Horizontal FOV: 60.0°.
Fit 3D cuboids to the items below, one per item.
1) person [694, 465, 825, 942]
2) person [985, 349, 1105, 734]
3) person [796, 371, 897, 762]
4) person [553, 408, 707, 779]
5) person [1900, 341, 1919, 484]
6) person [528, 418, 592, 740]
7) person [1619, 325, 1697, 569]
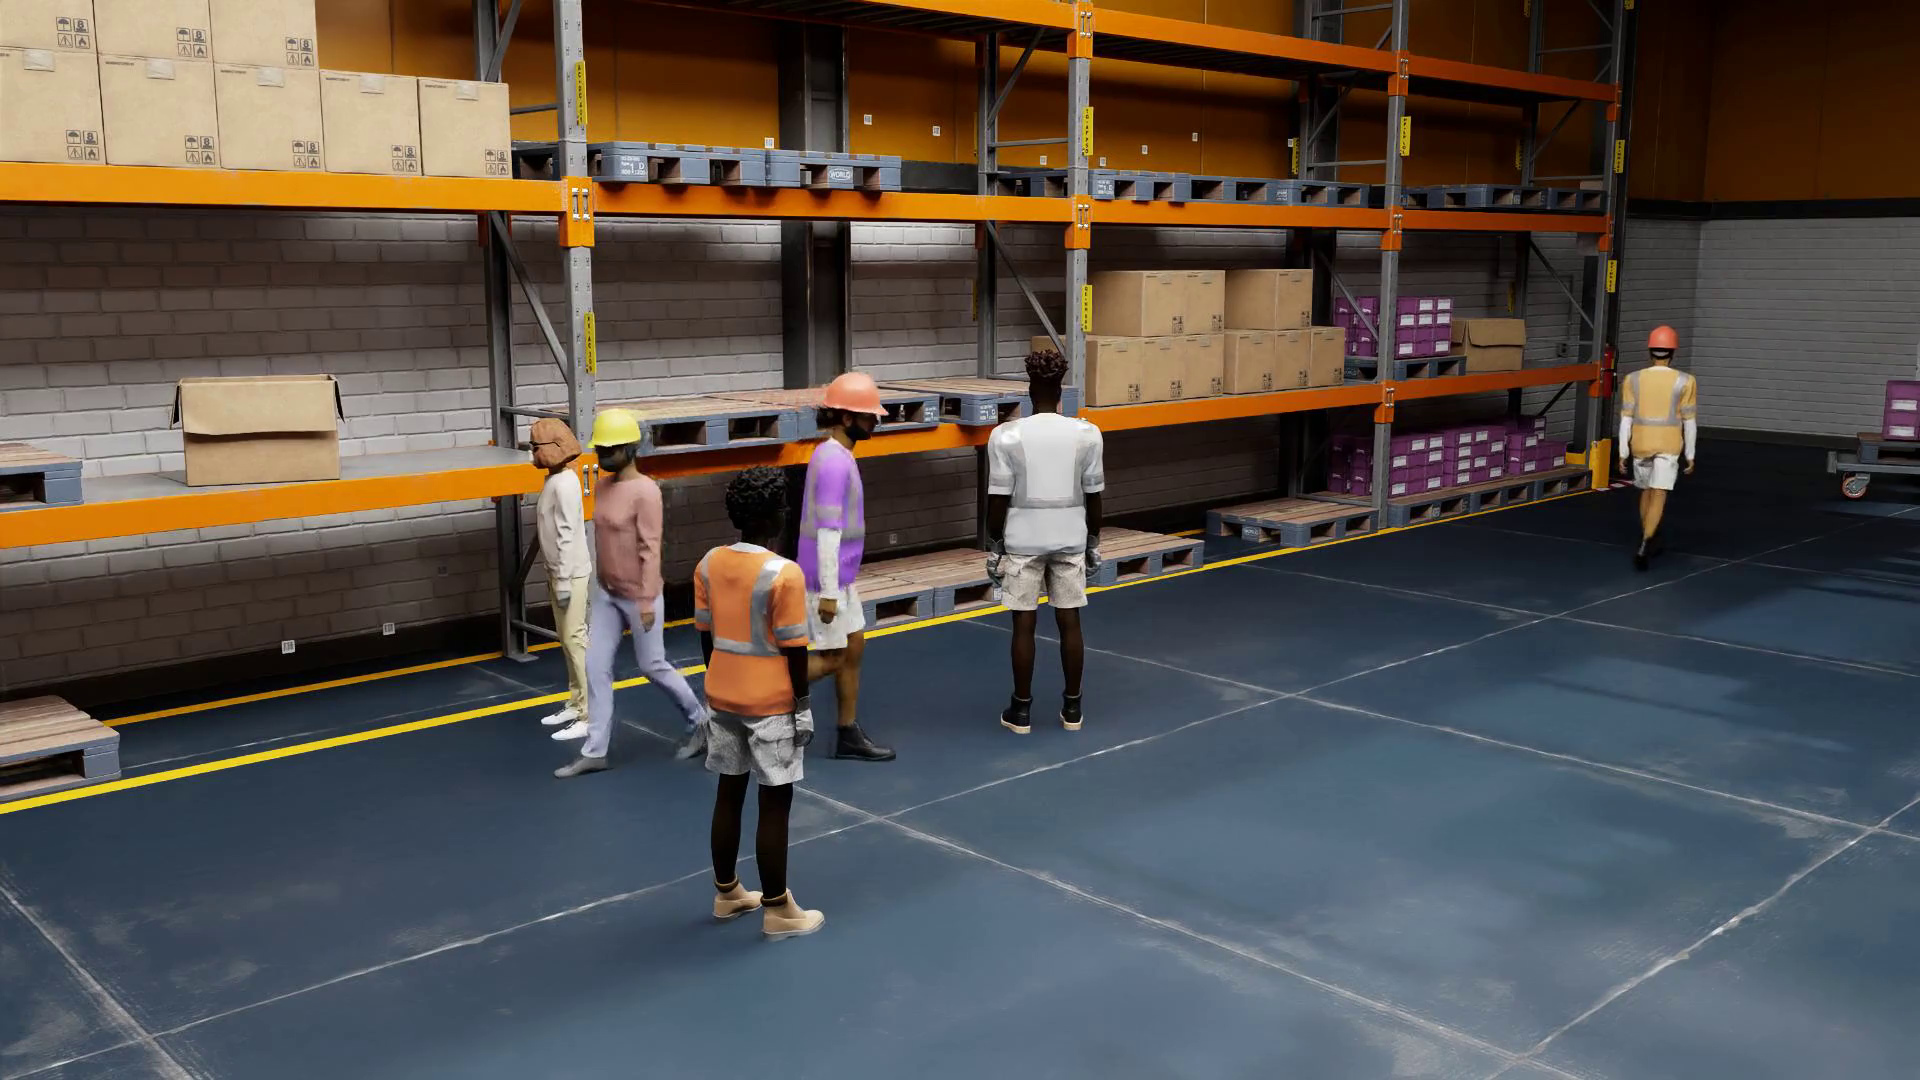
[{"bbox_3d":[-0.723,0.578,5.961,0.540,1.695,0.317,8,13,40],"label":"person"},{"bbox_3d":[0.431,0.012,8.487,0.613,1.965,0.361,-2,10,-10],"label":"person"},{"bbox_3d":[-0.693,0.152,7.864,0.724,1.907,0.590,0,10,-1],"label":"person"},{"bbox_3d":[-1.523,0.235,7.856,0.805,1.731,0.548,-9,13,-43],"label":"person"},{"bbox_3d":[10.392,-1.534,17.777,0.575,1.884,0.355,-4,10,-21],"label":"person"},{"bbox_3d":[-2.019,0.191,8.448,0.285,1.626,0.495,-4,10,-22],"label":"person"},{"bbox_3d":[5.456,-0.730,13.060,0.552,1.905,0.981,7,12,35],"label":"person"}]
